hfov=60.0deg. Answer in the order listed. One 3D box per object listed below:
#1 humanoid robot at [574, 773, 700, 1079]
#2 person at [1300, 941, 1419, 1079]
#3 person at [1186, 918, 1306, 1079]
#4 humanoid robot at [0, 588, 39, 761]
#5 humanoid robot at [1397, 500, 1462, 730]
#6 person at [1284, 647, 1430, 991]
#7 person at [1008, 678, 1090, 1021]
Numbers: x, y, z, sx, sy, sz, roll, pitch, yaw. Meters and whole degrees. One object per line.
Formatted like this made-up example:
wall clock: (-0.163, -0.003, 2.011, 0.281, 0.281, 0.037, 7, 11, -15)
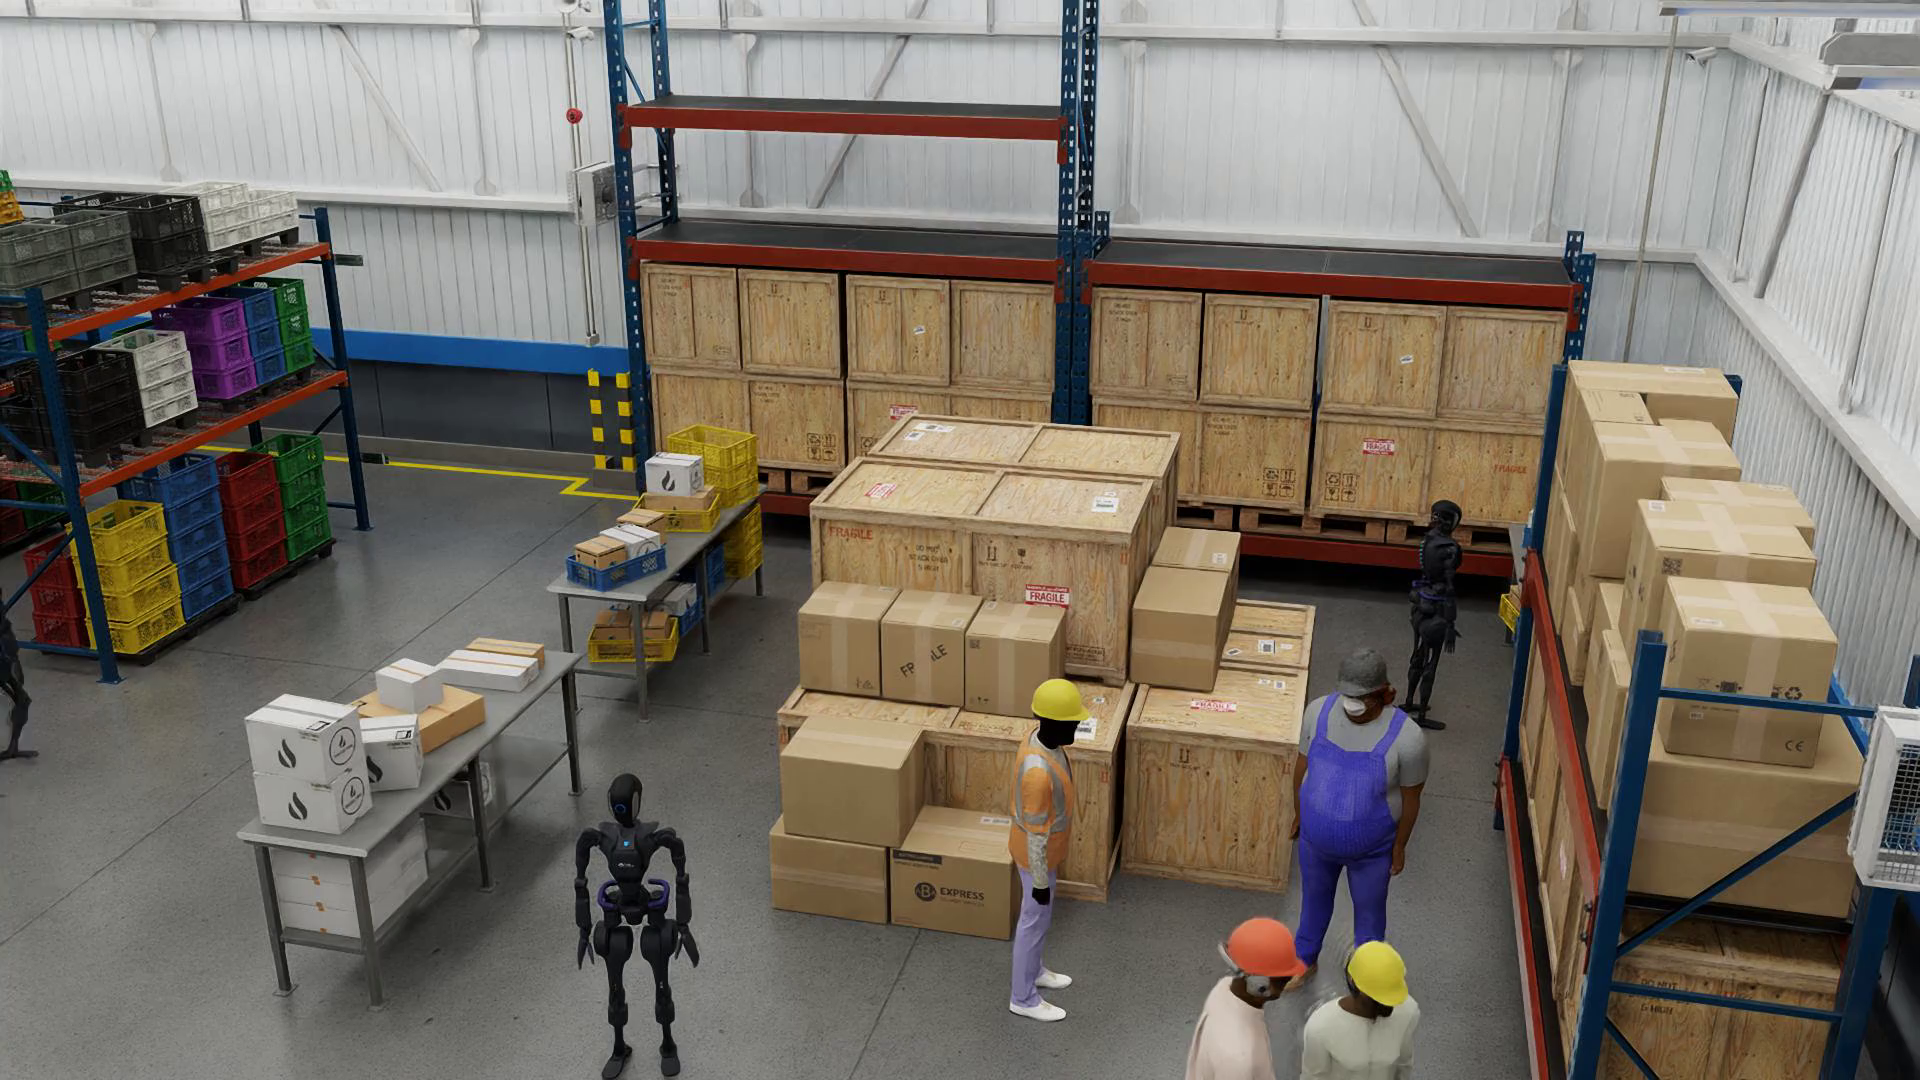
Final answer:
humanoid robot: (-1.576, 1.890, 8.107, 0.599, 1.657, 0.325, -1, 21, -3)
person: (1.609, 2.361, 6.785, 0.531, 1.747, 0.406, -5, 21, -13)
person: (1.074, 2.357, 6.493, 0.424, 1.975, 0.619, 3, 21, 8)
humanoid robot: (-6.548, 0.738, 11.143, 0.640, 1.648, 0.430, 4, 21, 11)
humanoid robot: (3.355, 0.504, 11.740, 0.324, 1.654, 0.602, -1, 21, -3)
person: (2.014, 1.501, 8.640, 0.681, 2.000, 0.537, 13, 24, 31)
person: (0.452, 1.588, 8.586, 0.398, 1.919, 0.586, 3, 21, 7)
